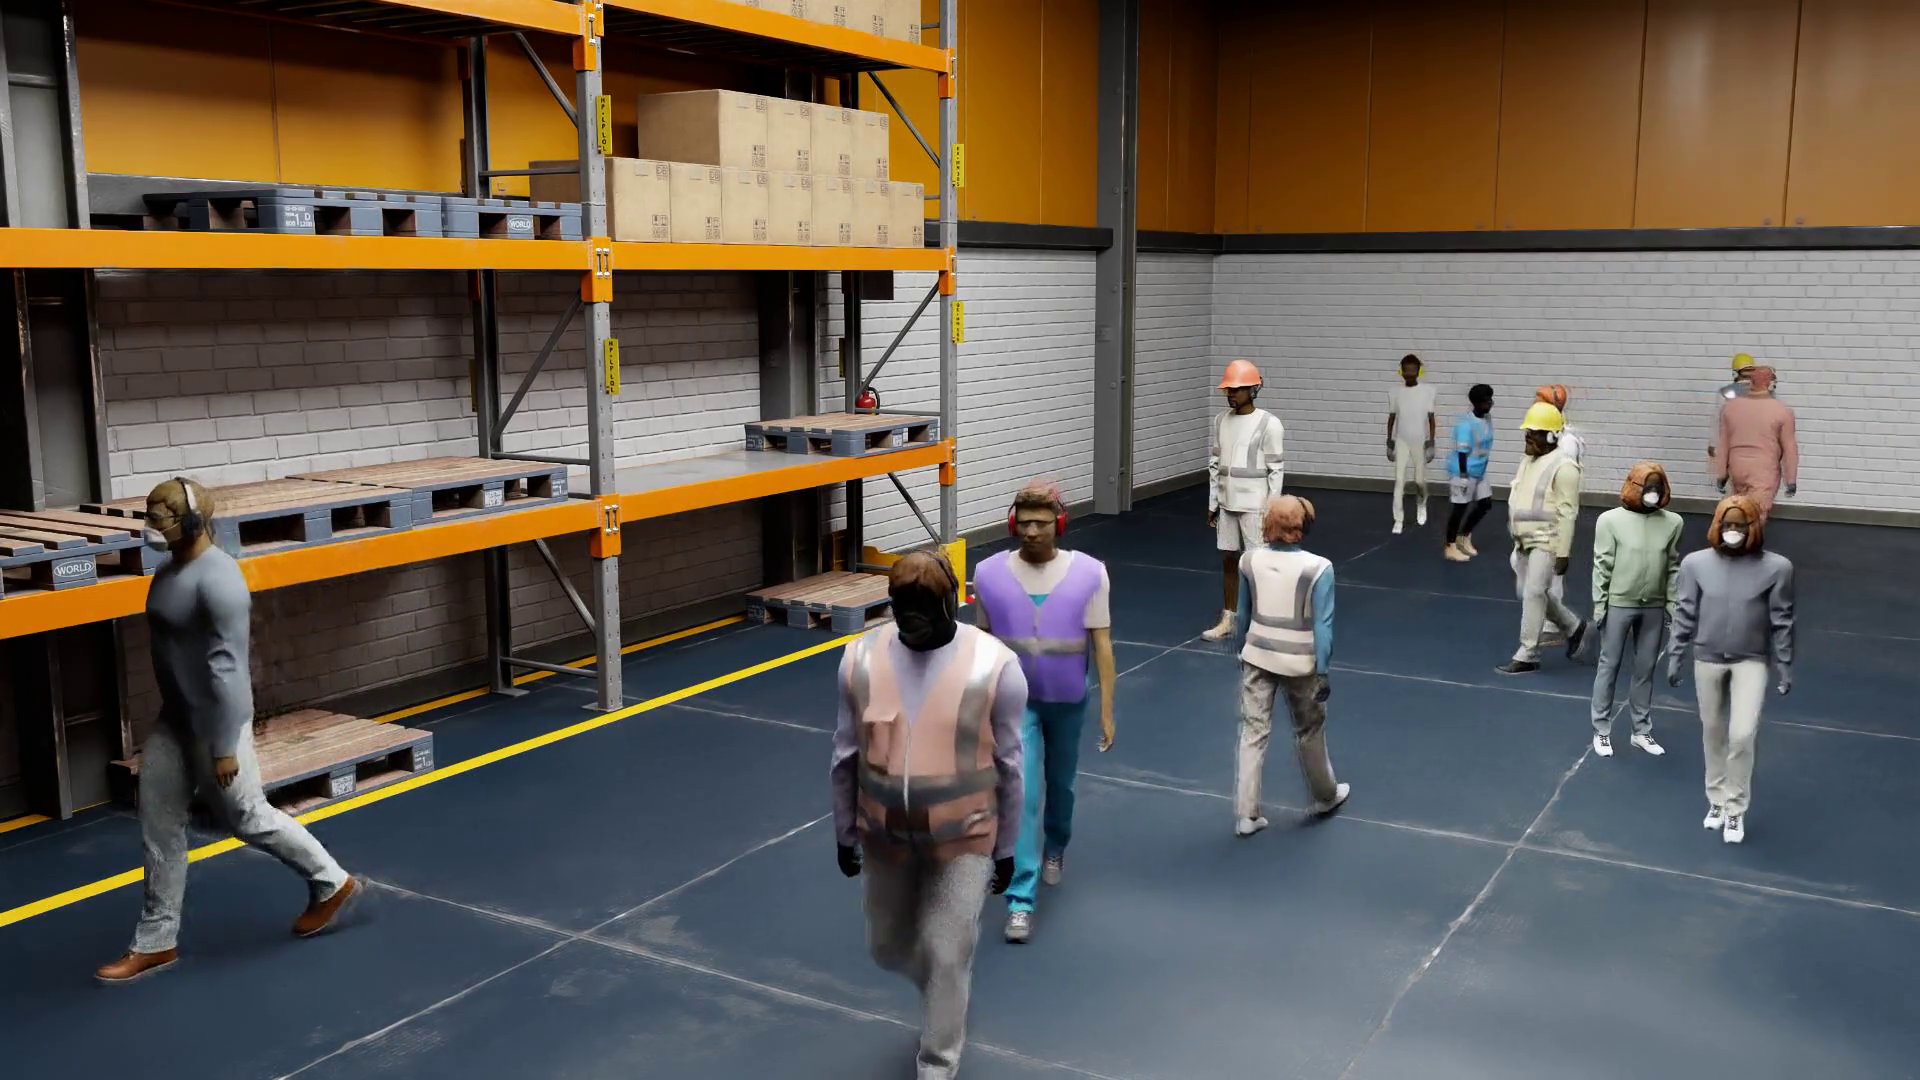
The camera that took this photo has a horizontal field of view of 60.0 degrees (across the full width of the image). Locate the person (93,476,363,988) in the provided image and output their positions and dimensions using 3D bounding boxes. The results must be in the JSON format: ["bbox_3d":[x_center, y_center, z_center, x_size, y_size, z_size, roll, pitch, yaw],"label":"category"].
[{"bbox_3d":[-2.818,0.689,6.366,0.640,1.908,0.959,9,13,44],"label":"person"}]

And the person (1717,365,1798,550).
[{"bbox_3d":[6.892,-0.585,14.427,0.958,1.869,0.656,-6,11,-34],"label":"person"}]

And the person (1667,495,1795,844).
[{"bbox_3d":[3.581,0.600,7.774,0.535,1.612,0.586,7,11,35],"label":"person"}]

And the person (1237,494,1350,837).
[{"bbox_3d":[1.587,0.583,7.943,0.543,1.604,0.759,7,12,38],"label":"person"}]

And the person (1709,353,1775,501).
[{"bbox_3d":[8.186,-1.046,17.431,0.614,1.823,0.409,1,9,6],"label":"person"}]

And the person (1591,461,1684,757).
[{"bbox_3d":[3.713,0.376,9.142,0.499,1.633,0.289,-1,9,-5],"label":"person"}]

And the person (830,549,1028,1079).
[{"bbox_3d":[-0.088,0.906,5.285,0.624,1.820,0.724,3,10,17],"label":"person"}]

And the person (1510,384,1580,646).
[{"bbox_3d":[4.152,-0.164,11.774,0.418,1.865,0.598,0,9,0],"label":"person"}]

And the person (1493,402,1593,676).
[{"bbox_3d":[3.899,-0.007,10.967,0.682,1.817,0.601,-2,9,-10],"label":"person"}]

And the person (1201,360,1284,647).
[{"bbox_3d":[1.985,-0.251,11.778,0.393,2.041,0.613,-8,12,-39],"label":"person"}]

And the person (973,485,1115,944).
[{"bbox_3d":[0.349,0.654,6.899,0.590,1.805,0.954,1,9,5],"label":"person"}]

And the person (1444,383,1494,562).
[{"bbox_3d":[4.661,-0.608,15.190,0.563,1.655,0.482,-8,12,-42],"label":"person"}]

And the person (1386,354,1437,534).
[{"bbox_3d":[4.671,-1.008,17.162,0.514,1.842,0.803,4,10,22],"label":"person"}]
